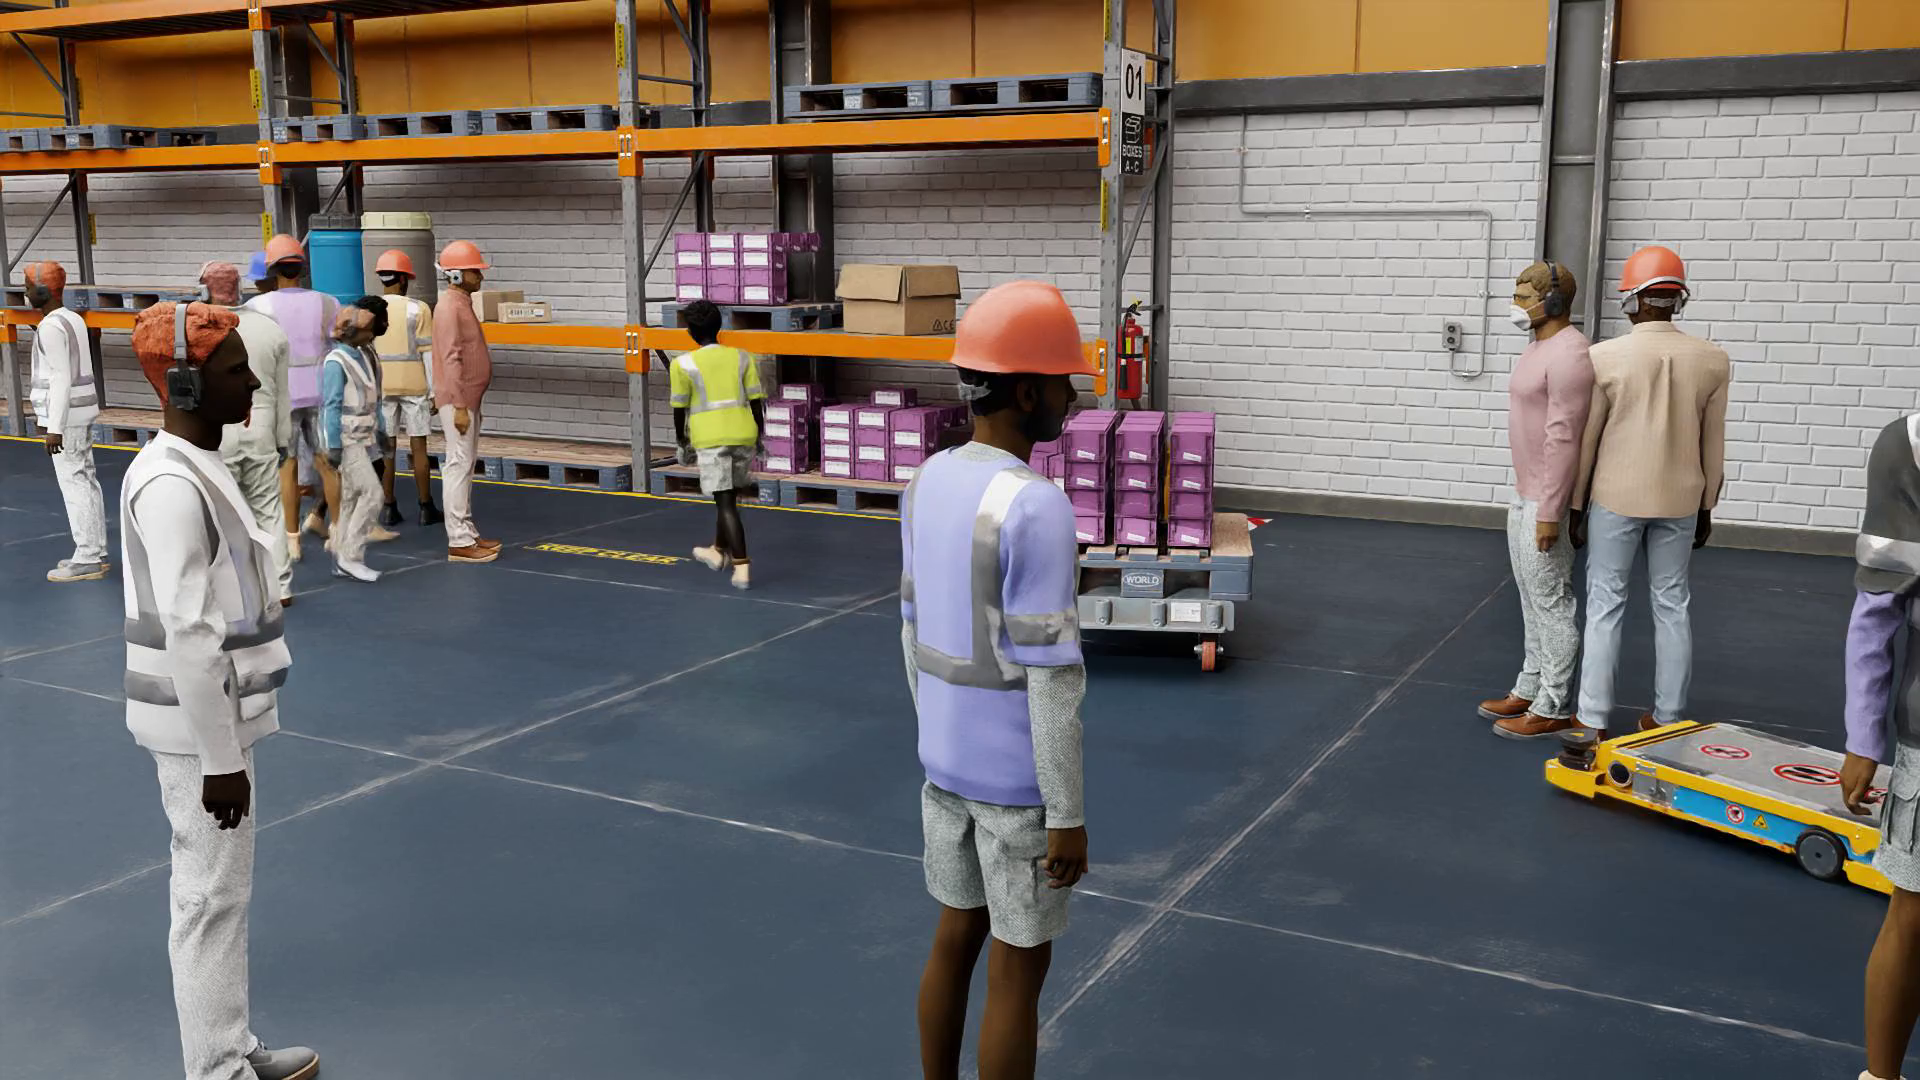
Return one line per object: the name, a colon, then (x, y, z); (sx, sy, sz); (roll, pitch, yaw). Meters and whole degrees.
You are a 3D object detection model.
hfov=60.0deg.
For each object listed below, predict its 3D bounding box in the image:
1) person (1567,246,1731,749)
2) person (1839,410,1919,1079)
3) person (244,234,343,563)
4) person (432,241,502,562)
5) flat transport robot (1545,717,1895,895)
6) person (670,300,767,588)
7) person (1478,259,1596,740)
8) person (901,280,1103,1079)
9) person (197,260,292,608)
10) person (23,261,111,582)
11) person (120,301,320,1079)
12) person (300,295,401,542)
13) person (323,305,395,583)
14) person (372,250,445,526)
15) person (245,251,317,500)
person: (2.688, -0.155, 6.576); (0.619, 1.985, 0.406); (0, 10, -1)
person: (2.136, 0.396, 3.385); (0.614, 2.047, 0.361); (3, 11, 17)
person: (-4.150, -0.883, 10.420); (0.618, 2.038, 0.400); (-8, 13, -39)
person: (-3.107, -0.867, 10.449); (0.383, 1.996, 0.609); (-1, 10, -8)
flat transport robot: (2.802, 0.868, 5.666); (0.652, 0.197, 1.431); (-7, 12, -32)
person: (-1.428, -0.577, 9.759); (0.544, 1.650, 0.807); (-7, 12, -33)
person: (2.367, -0.159, 6.740); (0.372, 1.933, 0.626); (1, 10, 7)
person: (0.103, 0.449, 3.395); (0.364, 1.935, 0.553); (-6, 12, -29)
person: (-3.918, -0.543, 8.959); (0.397, 1.900, 0.635); (9, 13, 39)
person: (-5.282, -0.698, 9.829); (0.337, 1.882, 0.584); (-3, 11, -15)
person: (-1.659, 0.417, 3.718); (0.355, 1.883, 0.574); (-5, 11, -24)
person: (-4.064, -0.788, 10.975); (0.636, 1.649, 0.540); (-5, 11, -25)
person: (-3.535, -0.556, 9.762); (0.415, 1.622, 0.519); (-1, 10, -5)
person: (-3.921, -1.056, 11.668); (0.542, 1.929, 0.374); (0, 10, -1)
person: (-5.170, -1.215, 12.590); (0.577, 1.911, 0.644); (-8, 13, -37)
